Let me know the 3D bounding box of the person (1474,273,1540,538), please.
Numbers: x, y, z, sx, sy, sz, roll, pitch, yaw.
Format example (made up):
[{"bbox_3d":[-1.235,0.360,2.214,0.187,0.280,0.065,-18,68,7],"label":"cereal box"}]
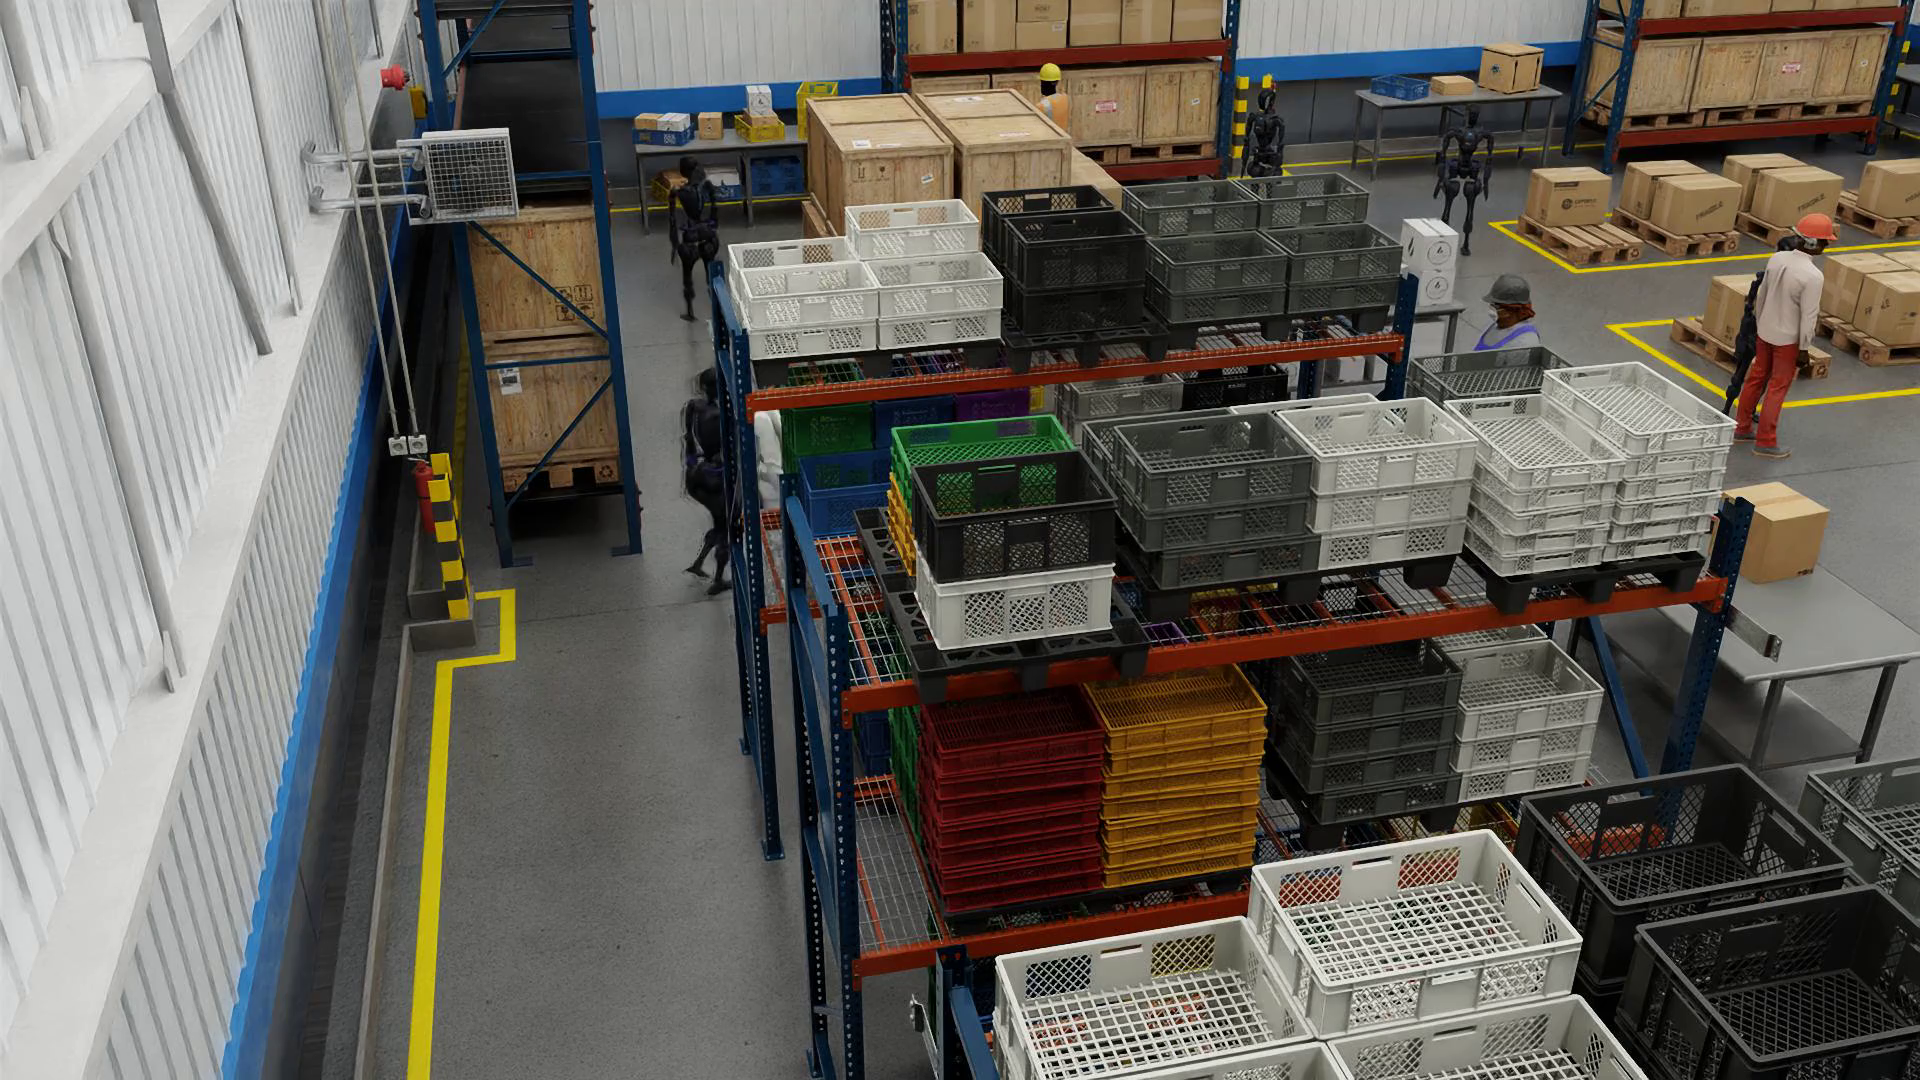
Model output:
[{"bbox_3d":[3.806,-0.939,11.930,0.536,2.000,0.679,1,28,2],"label":"person"}]

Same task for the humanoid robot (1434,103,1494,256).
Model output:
[{"bbox_3d":[5.414,-3.880,17.897,0.573,1.649,0.349,7,29,13],"label":"humanoid robot"}]

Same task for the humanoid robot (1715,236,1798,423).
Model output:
[{"bbox_3d":[6.689,-1.724,13.806,0.570,1.651,0.326,-7,28,-12],"label":"humanoid robot"}]

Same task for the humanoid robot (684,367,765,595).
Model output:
[{"bbox_3d":[-1.630,-0.417,11.336,0.576,1.639,0.452,23,36,37],"label":"humanoid robot"}]

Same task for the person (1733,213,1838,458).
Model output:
[{"bbox_3d":[6.600,-1.638,13.306,0.388,1.990,0.620,-6,28,-11],"label":"person"}]

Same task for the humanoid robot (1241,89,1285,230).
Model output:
[{"bbox_3d":[3.368,-4.156,18.421,0.335,1.651,0.570,-24,36,-37],"label":"humanoid robot"}]

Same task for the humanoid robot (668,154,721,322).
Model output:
[{"bbox_3d":[-2.536,-2.899,16.050,0.604,1.663,0.375,-21,34,-34],"label":"humanoid robot"}]

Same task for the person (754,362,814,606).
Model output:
[{"bbox_3d":[-1.080,-0.350,10.993,0.462,1.868,0.575,18,33,31],"label":"person"}]

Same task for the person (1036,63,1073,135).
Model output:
[{"bbox_3d":[0.993,-4.293,18.412,0.368,1.928,0.584,21,35,35],"label":"person"}]
